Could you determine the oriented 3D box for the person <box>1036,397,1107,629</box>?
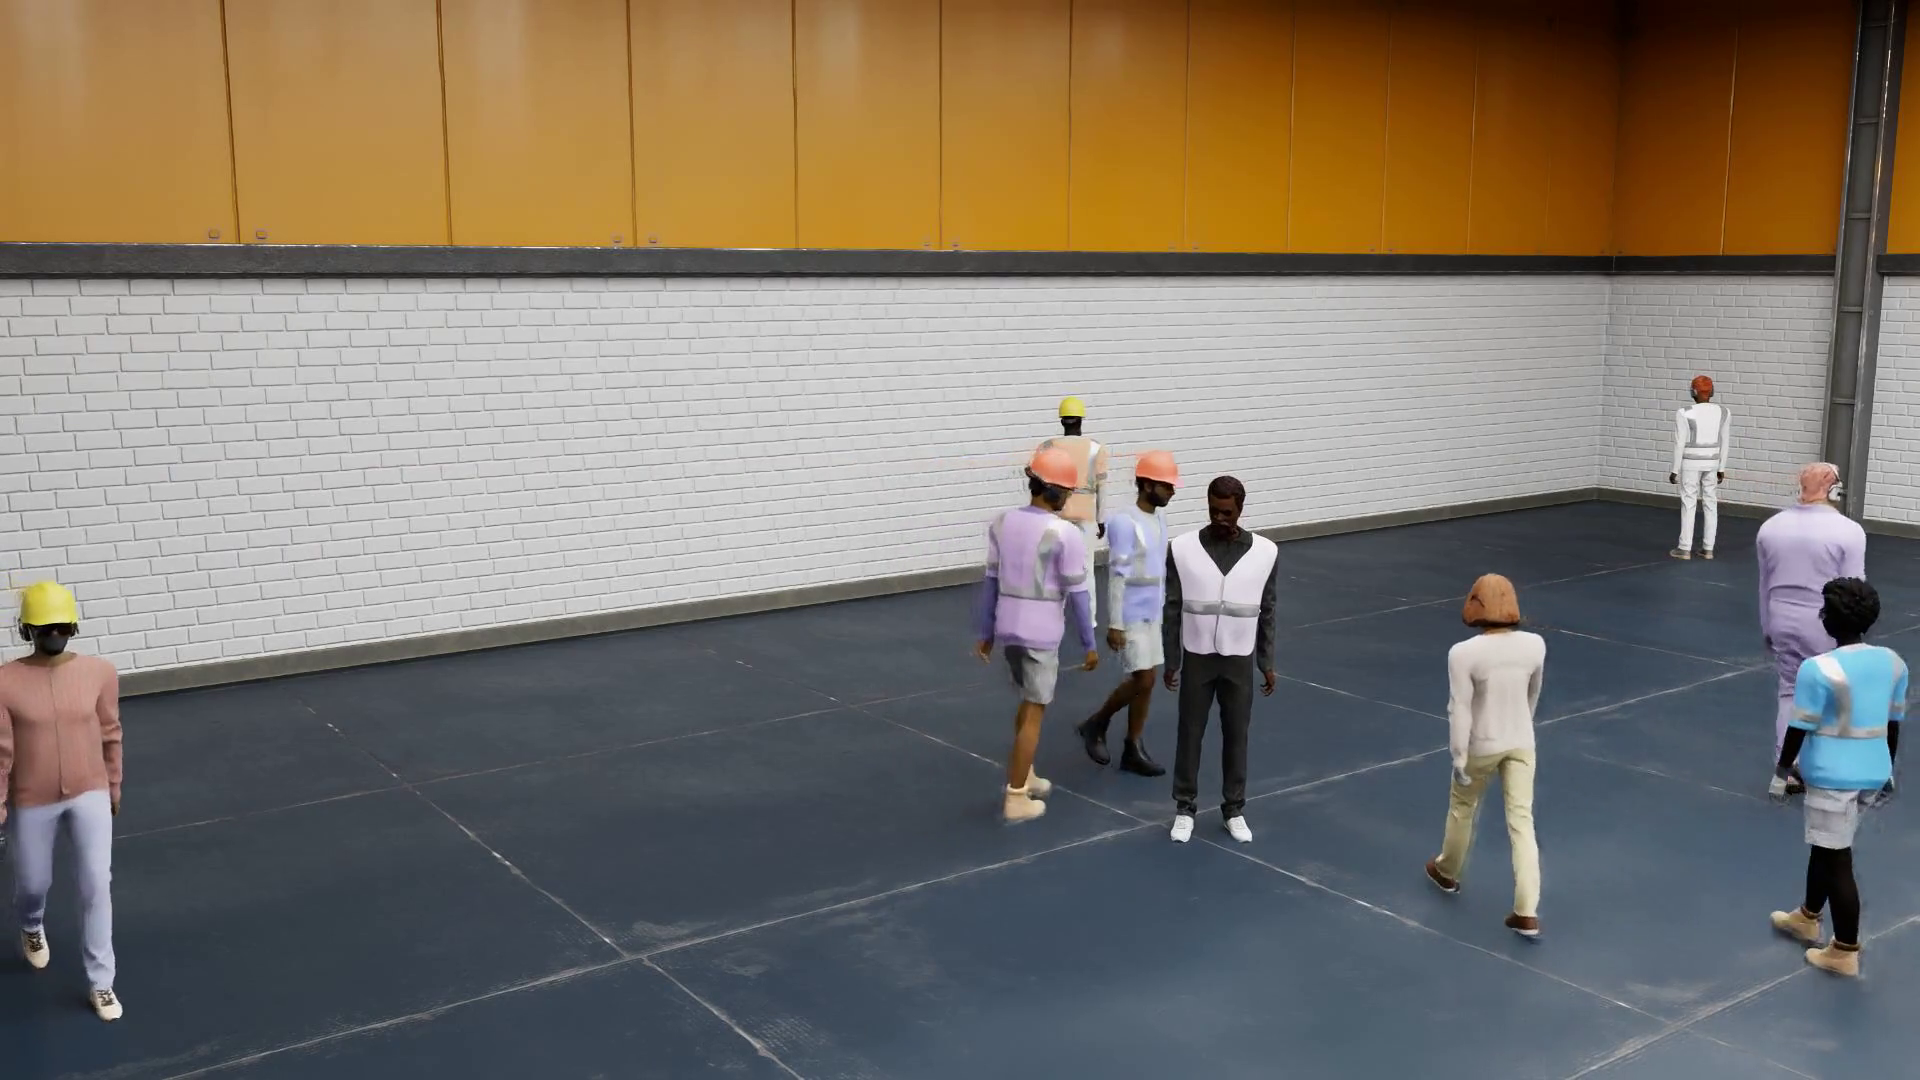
[{"bbox_3d":[0.905,-0.207,13.618,0.591,1.923,0.381,0,9,-1],"label":"person"}]

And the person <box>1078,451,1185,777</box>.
[{"bbox_3d":[1.040,0.431,9.715,0.495,1.914,0.577,7,11,36],"label":"person"}]

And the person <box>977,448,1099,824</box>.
[{"bbox_3d":[0.429,0.505,8.989,0.722,1.999,0.635,-9,13,-44],"label":"person"}]

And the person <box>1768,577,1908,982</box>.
[{"bbox_3d":[3.639,0.974,7.071,0.552,1.671,0.683,-4,10,-23],"label":"person"}]

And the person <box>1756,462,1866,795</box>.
[{"bbox_3d":[4.775,0.514,9.318,0.401,1.883,0.676,-5,11,-29],"label":"person"}]

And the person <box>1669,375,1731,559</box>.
[{"bbox_3d":[7.554,-0.738,17.012,0.573,1.887,0.356,-1,9,-4],"label":"person"}]

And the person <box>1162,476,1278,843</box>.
[{"bbox_3d":[1.341,0.610,8.616,0.587,1.914,0.391,0,9,3],"label":"person"}]

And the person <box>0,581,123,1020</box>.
[{"bbox_3d":[-3.654,1.007,6.711,0.527,1.745,0.789,-8,12,-39],"label":"person"}]

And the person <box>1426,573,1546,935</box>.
[{"bbox_3d":[2.426,0.941,7.583,0.494,1.586,0.877,-1,9,-8],"label":"person"}]
